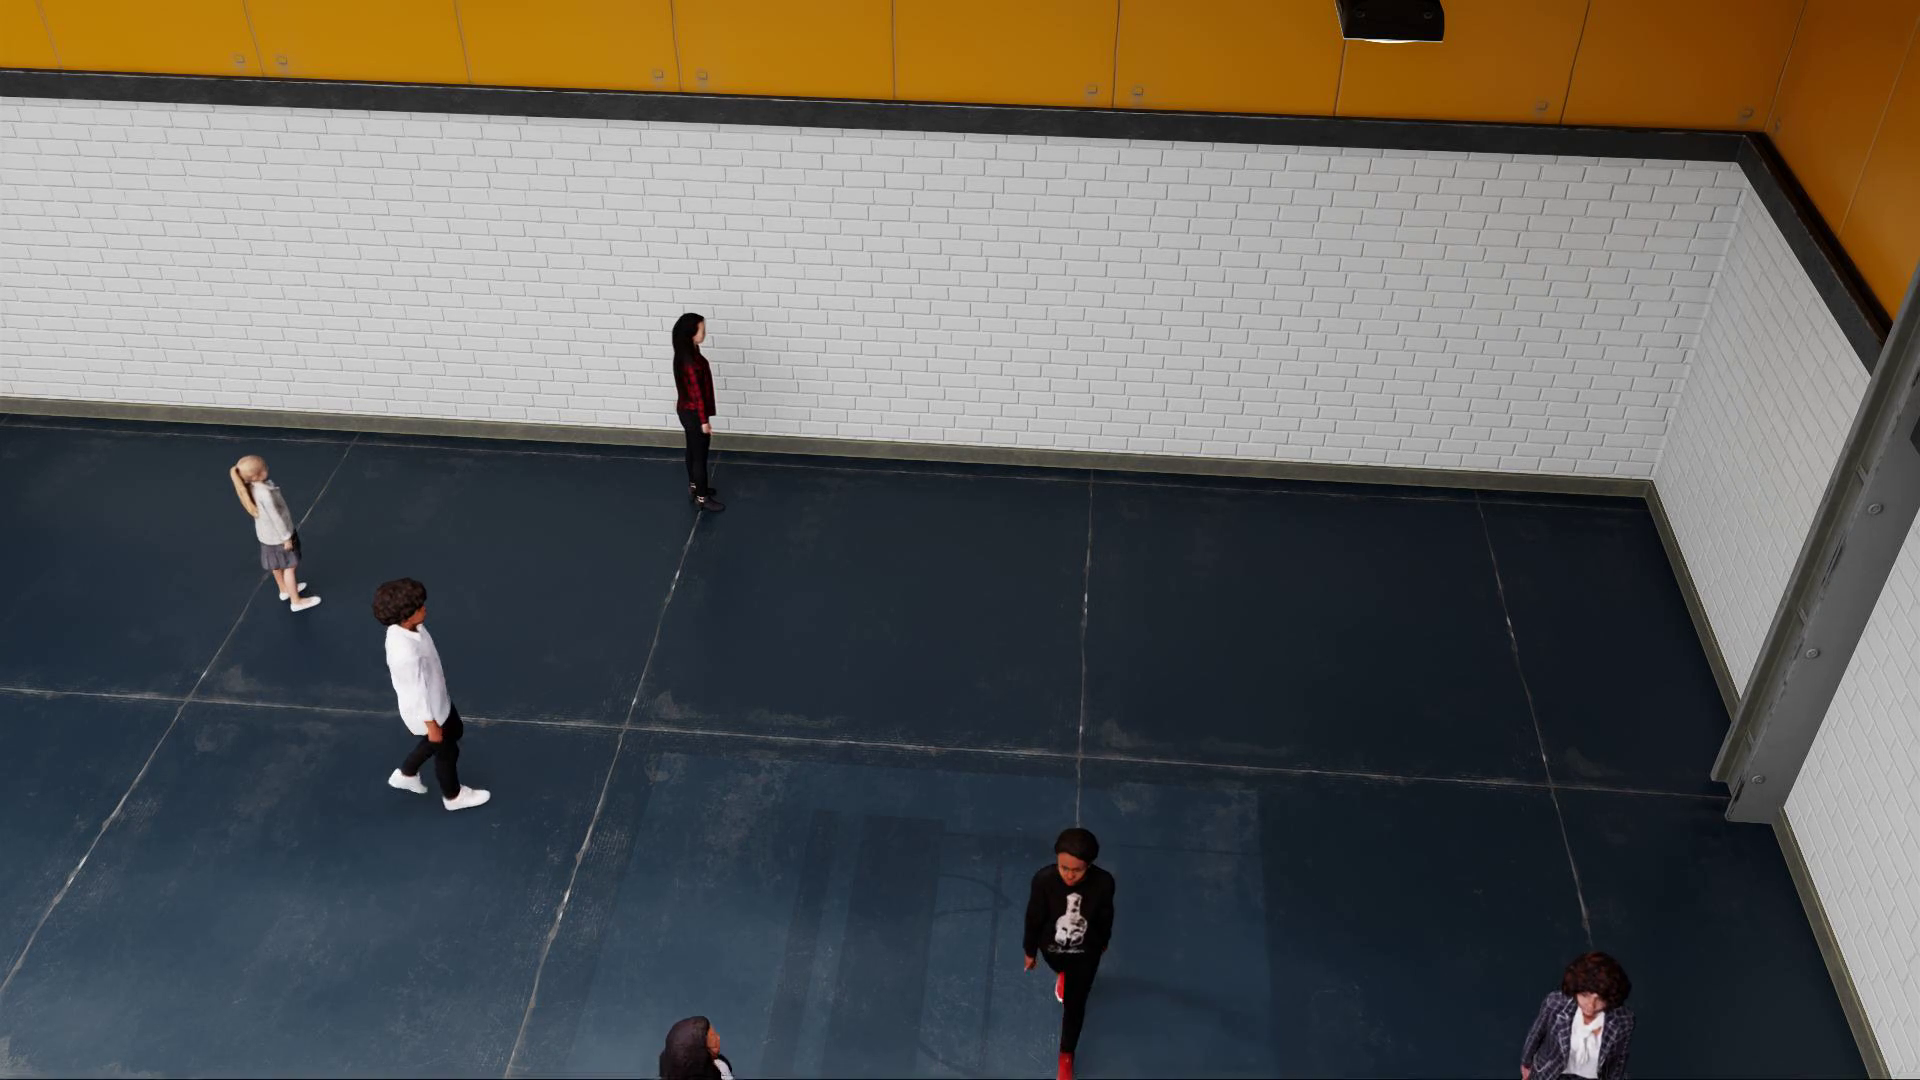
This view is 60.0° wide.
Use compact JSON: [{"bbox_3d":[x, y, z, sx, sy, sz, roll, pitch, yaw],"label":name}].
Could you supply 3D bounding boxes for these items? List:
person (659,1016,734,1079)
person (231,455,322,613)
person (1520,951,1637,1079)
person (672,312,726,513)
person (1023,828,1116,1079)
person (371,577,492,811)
[{"bbox_3d":[-1.287,2.824,7.737,1.088,1.579,1.071,-22,44,-25],"label":"person"},{"bbox_3d":[-4.785,-0.069,11.602,0.664,1.275,0.608,-30,48,-32],"label":"person"},{"bbox_3d":[2.934,2.530,8.022,0.707,1.682,0.901,11,40,13],"label":"person"},{"bbox_3d":[-1.991,-0.947,12.398,0.714,1.654,0.585,-13,40,-15],"label":"person"},{"bbox_3d":[0.572,2.031,8.681,0.637,1.639,1.090,6,39,7],"label":"person"},{"bbox_3d":[-3.252,0.976,9.874,0.836,1.798,0.842,-9,39,-11],"label":"person"}]
